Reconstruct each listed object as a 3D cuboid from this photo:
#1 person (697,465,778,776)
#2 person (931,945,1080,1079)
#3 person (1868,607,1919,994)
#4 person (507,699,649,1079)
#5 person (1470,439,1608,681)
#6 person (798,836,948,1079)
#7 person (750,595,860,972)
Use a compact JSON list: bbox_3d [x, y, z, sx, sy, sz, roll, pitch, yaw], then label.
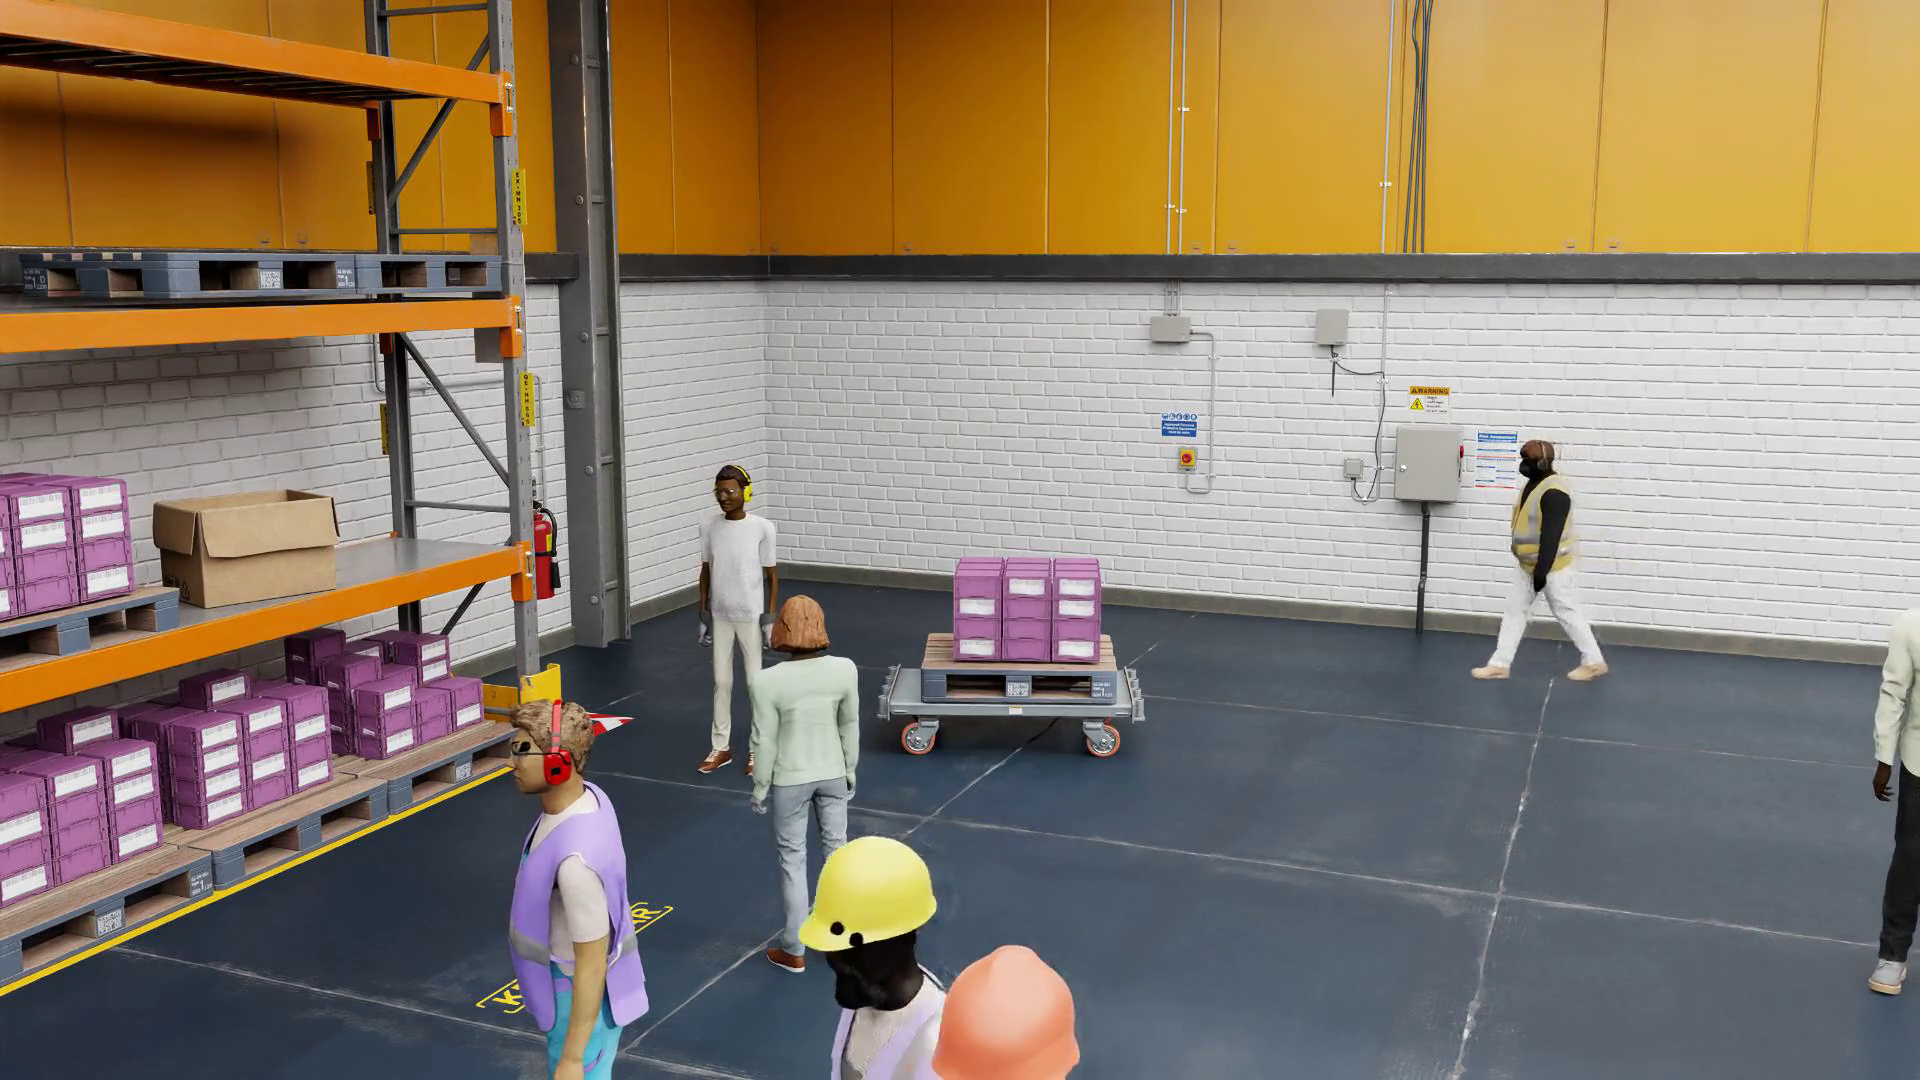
[{"bbox_3d":[-1.327,0.476,9.914,0.519,1.873,0.335,3,10,15],"label":"person"},{"bbox_3d":[0.072,1.618,2.790,0.542,1.938,0.358,1,9,7],"label":"person"},{"bbox_3d":[4.084,0.927,6.805,0.623,1.992,0.396,5,11,29],"label":"person"},{"bbox_3d":[-1.081,1.345,4.715,0.389,1.847,0.563,-3,10,-15],"label":"person"},{"bbox_3d":[4.295,0.160,12.101,0.961,1.793,0.634,0,9,-1],"label":"person"},{"bbox_3d":[-0.072,1.522,3.563,0.966,1.878,0.582,-5,10,-26],"label":"person"},{"bbox_3d":[-0.665,1.045,7.179,0.497,1.634,0.279,-5,11,-28],"label":"person"}]
